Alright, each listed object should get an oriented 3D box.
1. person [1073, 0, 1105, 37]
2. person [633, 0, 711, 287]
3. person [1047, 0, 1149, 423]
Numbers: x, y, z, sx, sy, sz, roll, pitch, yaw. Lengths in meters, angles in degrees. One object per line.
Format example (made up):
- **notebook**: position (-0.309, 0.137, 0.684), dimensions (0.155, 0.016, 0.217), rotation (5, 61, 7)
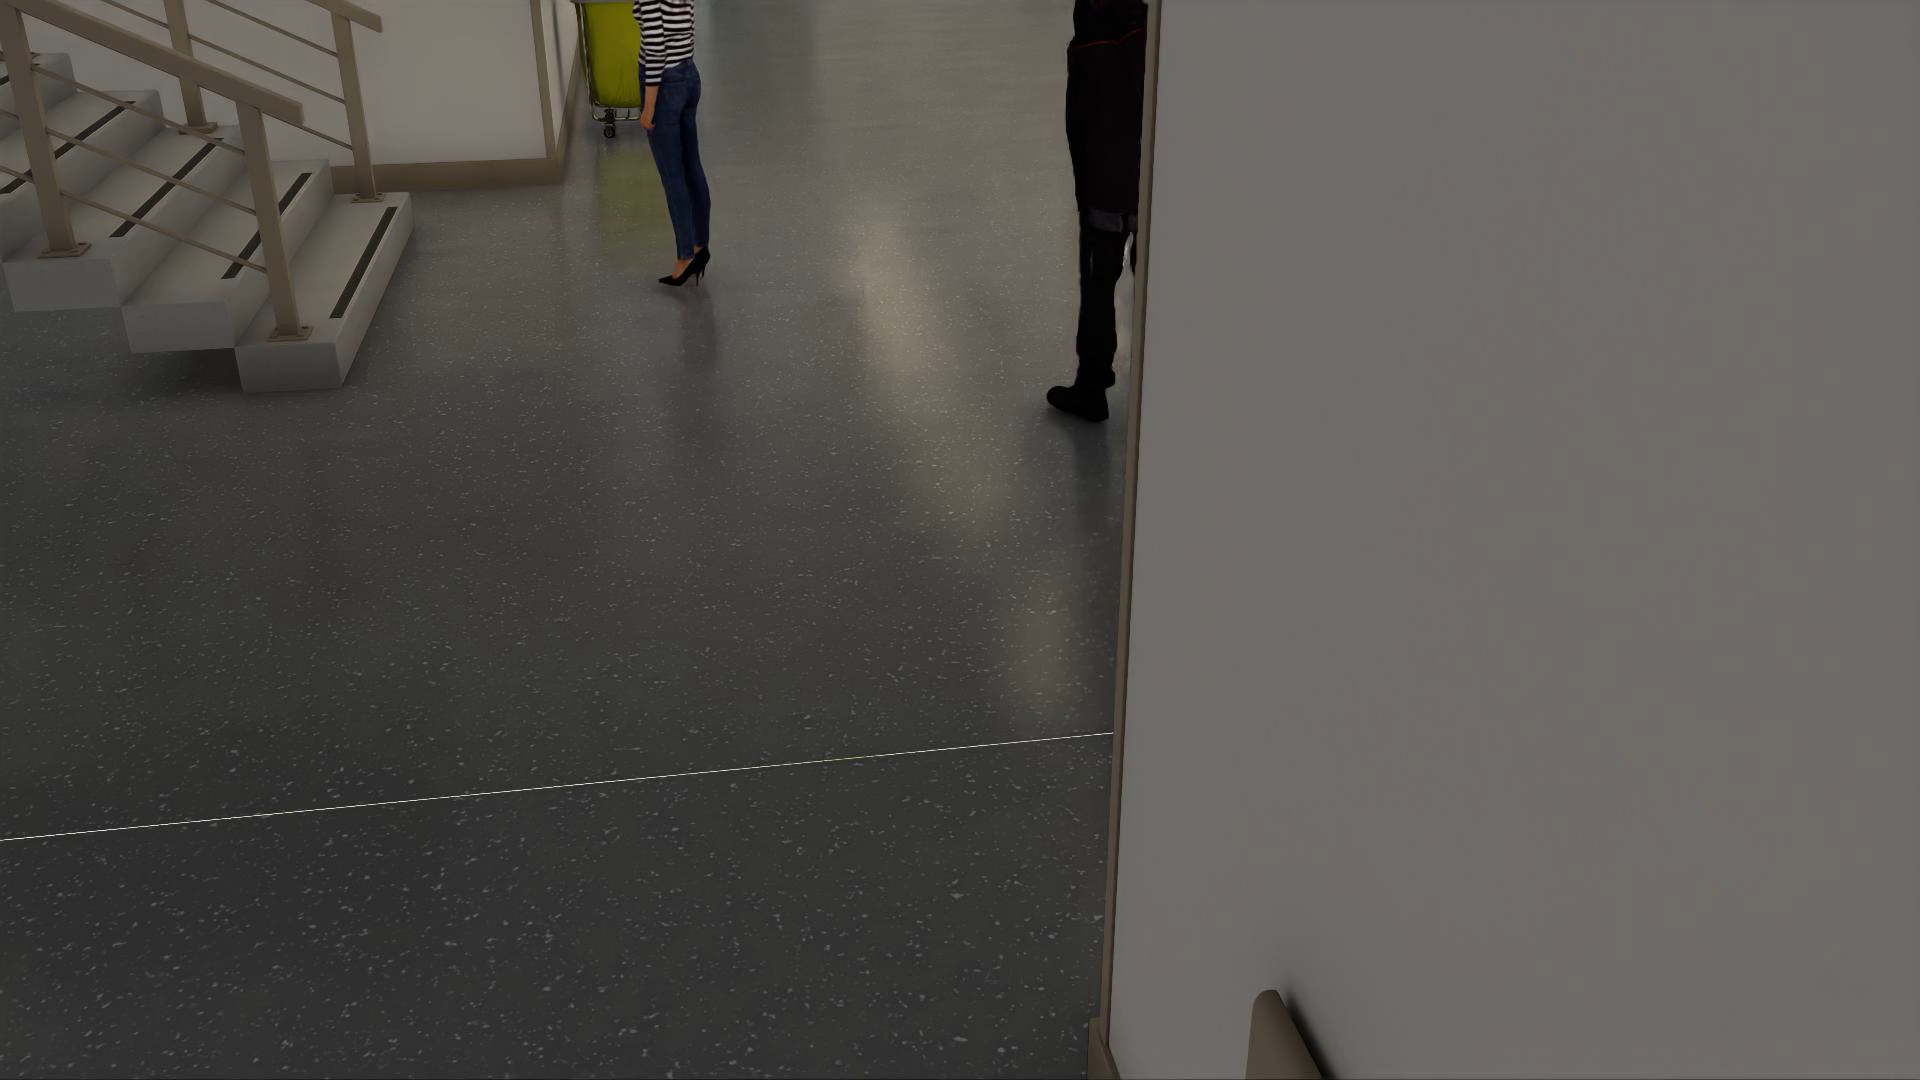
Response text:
- **person**: position (0.934, -3.395, 11.270), dimensions (0.612, 1.269, 0.673), rotation (16, 30, 30)
- **person**: position (-1.390, -2.121, 8.004), dimensions (0.665, 1.795, 0.666), rotation (9, 27, 17)
- **person**: position (0.699, -1.270, 6.281), dimensions (0.893, 1.776, 1.011), rotation (22, 33, 38)
